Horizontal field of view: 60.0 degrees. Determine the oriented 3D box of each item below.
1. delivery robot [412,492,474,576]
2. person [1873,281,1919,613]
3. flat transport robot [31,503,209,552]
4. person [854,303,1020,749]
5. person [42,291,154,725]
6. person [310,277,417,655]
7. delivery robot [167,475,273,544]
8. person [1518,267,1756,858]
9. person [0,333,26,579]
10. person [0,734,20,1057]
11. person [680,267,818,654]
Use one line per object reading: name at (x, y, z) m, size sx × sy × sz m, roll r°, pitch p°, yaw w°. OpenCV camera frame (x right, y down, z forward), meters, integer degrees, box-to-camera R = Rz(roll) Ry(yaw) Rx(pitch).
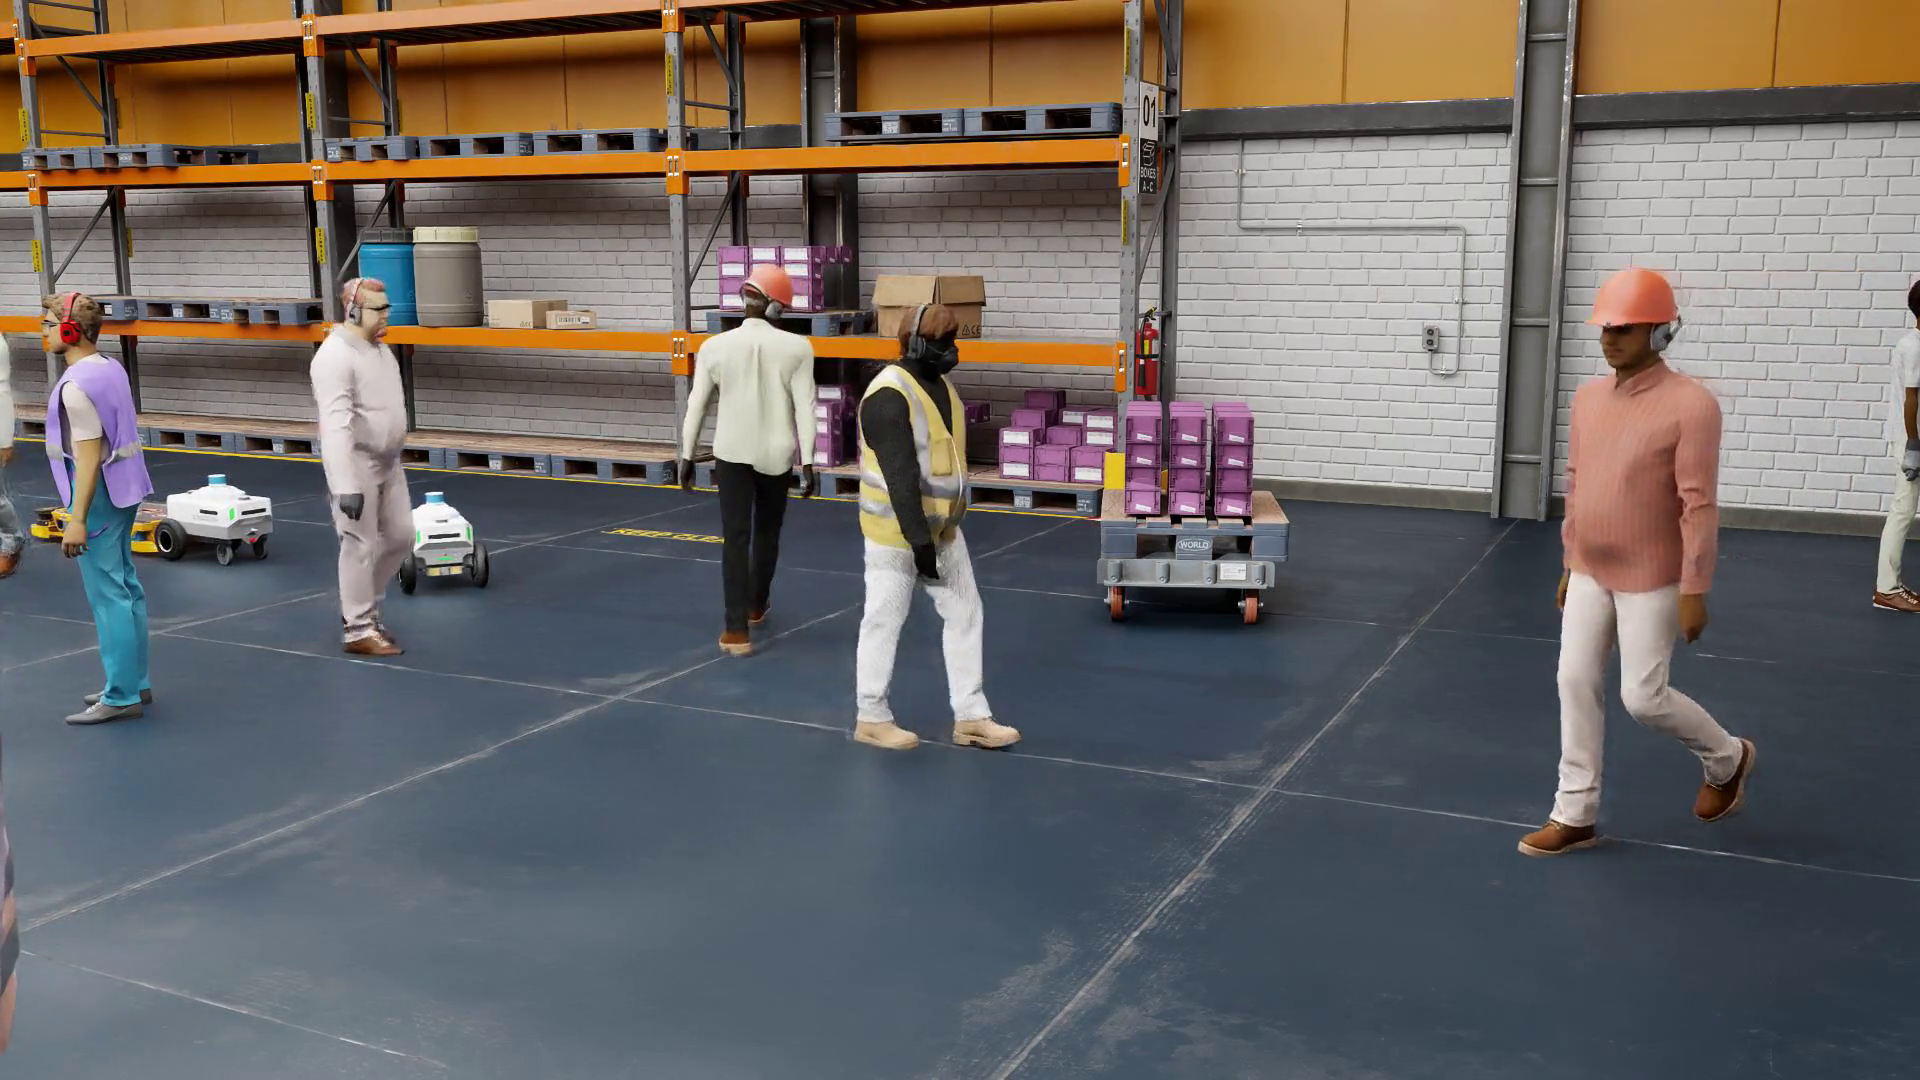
delivery robot at (-3.167, -0.048, 10.068) m, size 0.477 × 0.478 × 0.707 m, roll -4°, pitch 11°, yaw -24°
person at (5.385, -0.533, 9.356) m, size 0.319 × 1.870 × 0.532 m, roll 6°, pitch 12°, yaw 31°
flat transport robot at (-5.703, -0.110, 11.506) m, size 1.431 × 0.197 × 0.652 m, roll 6°, pitch 11°, yaw 30°
person at (-0.093, -0.025, 6.625) m, size 0.811 × 1.809 × 0.635 m, roll 6°, pitch 11°, yaw 30°
person at (-3.686, -0.136, 7.140) m, size 0.388 × 1.847 × 0.563 m, roll -2°, pitch 10°, yaw -13°
person at (-2.950, -0.345, 8.277) m, size 0.406 × 1.890 × 0.662 m, roll 1°, pitch 10°, yaw 8°
delivery robot at (-4.825, -0.183, 10.843) m, size 0.707 × 0.478 × 0.477 m, roll 6°, pitch 12°, yaw 30°
person at (2.287, 0.088, 5.523) m, size 0.765 × 1.973 × 0.625 m, roll -4°, pitch 11°, yaw -22°
person at (-5.856, -0.616, 9.793) m, size 0.631 × 1.900 × 0.941 m, roll -1°, pitch 10°, yaw -8°
person at (-1.528, 0.721, 2.274) m, size 0.631 × 1.835 × 0.428 m, roll 8°, pitch 13°, yaw 39°
person at (-1.089, -0.435, 8.605) m, size 0.695 × 1.916 × 1.003 m, roll -1°, pitch 10°, yaw -6°
